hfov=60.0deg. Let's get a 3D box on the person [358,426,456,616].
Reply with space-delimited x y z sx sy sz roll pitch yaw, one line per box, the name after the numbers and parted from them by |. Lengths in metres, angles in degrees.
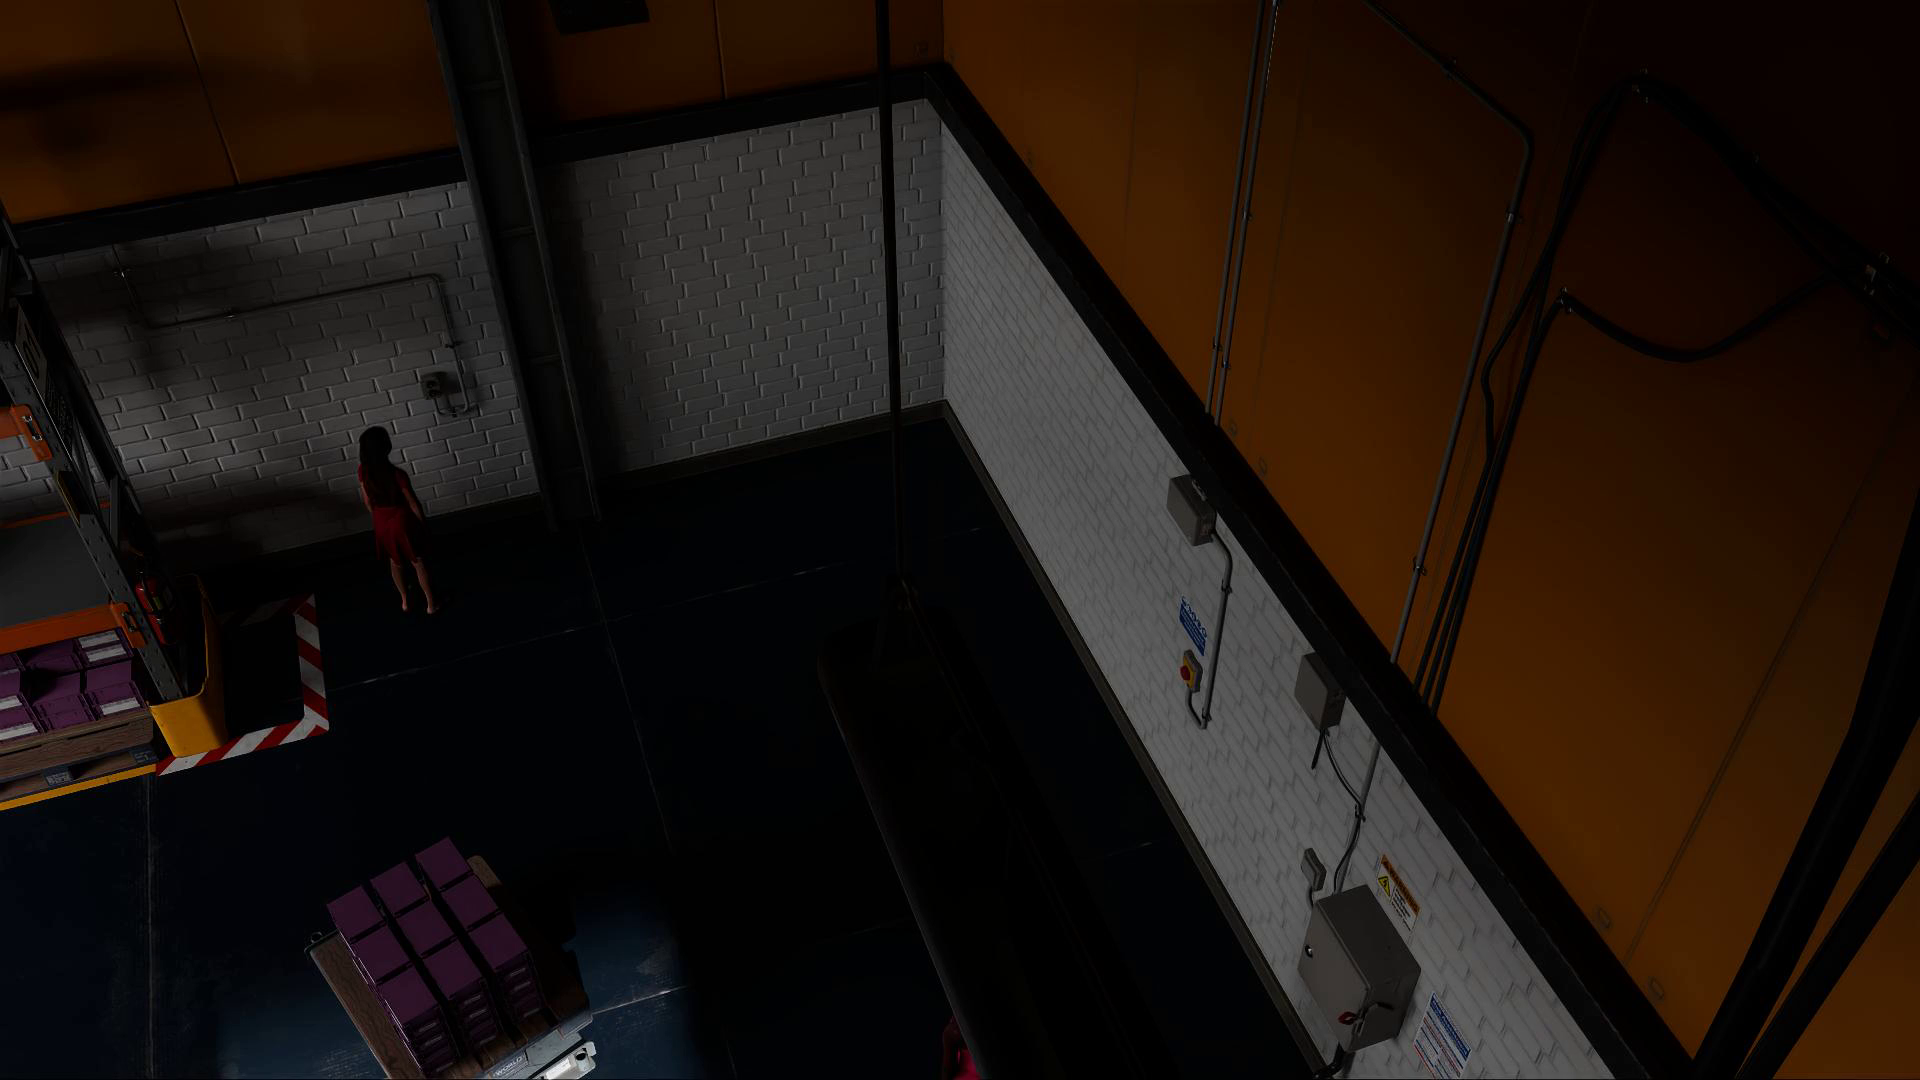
-3.773 -0.125 11.154 0.666 1.553 0.727 7 44 8 | person
